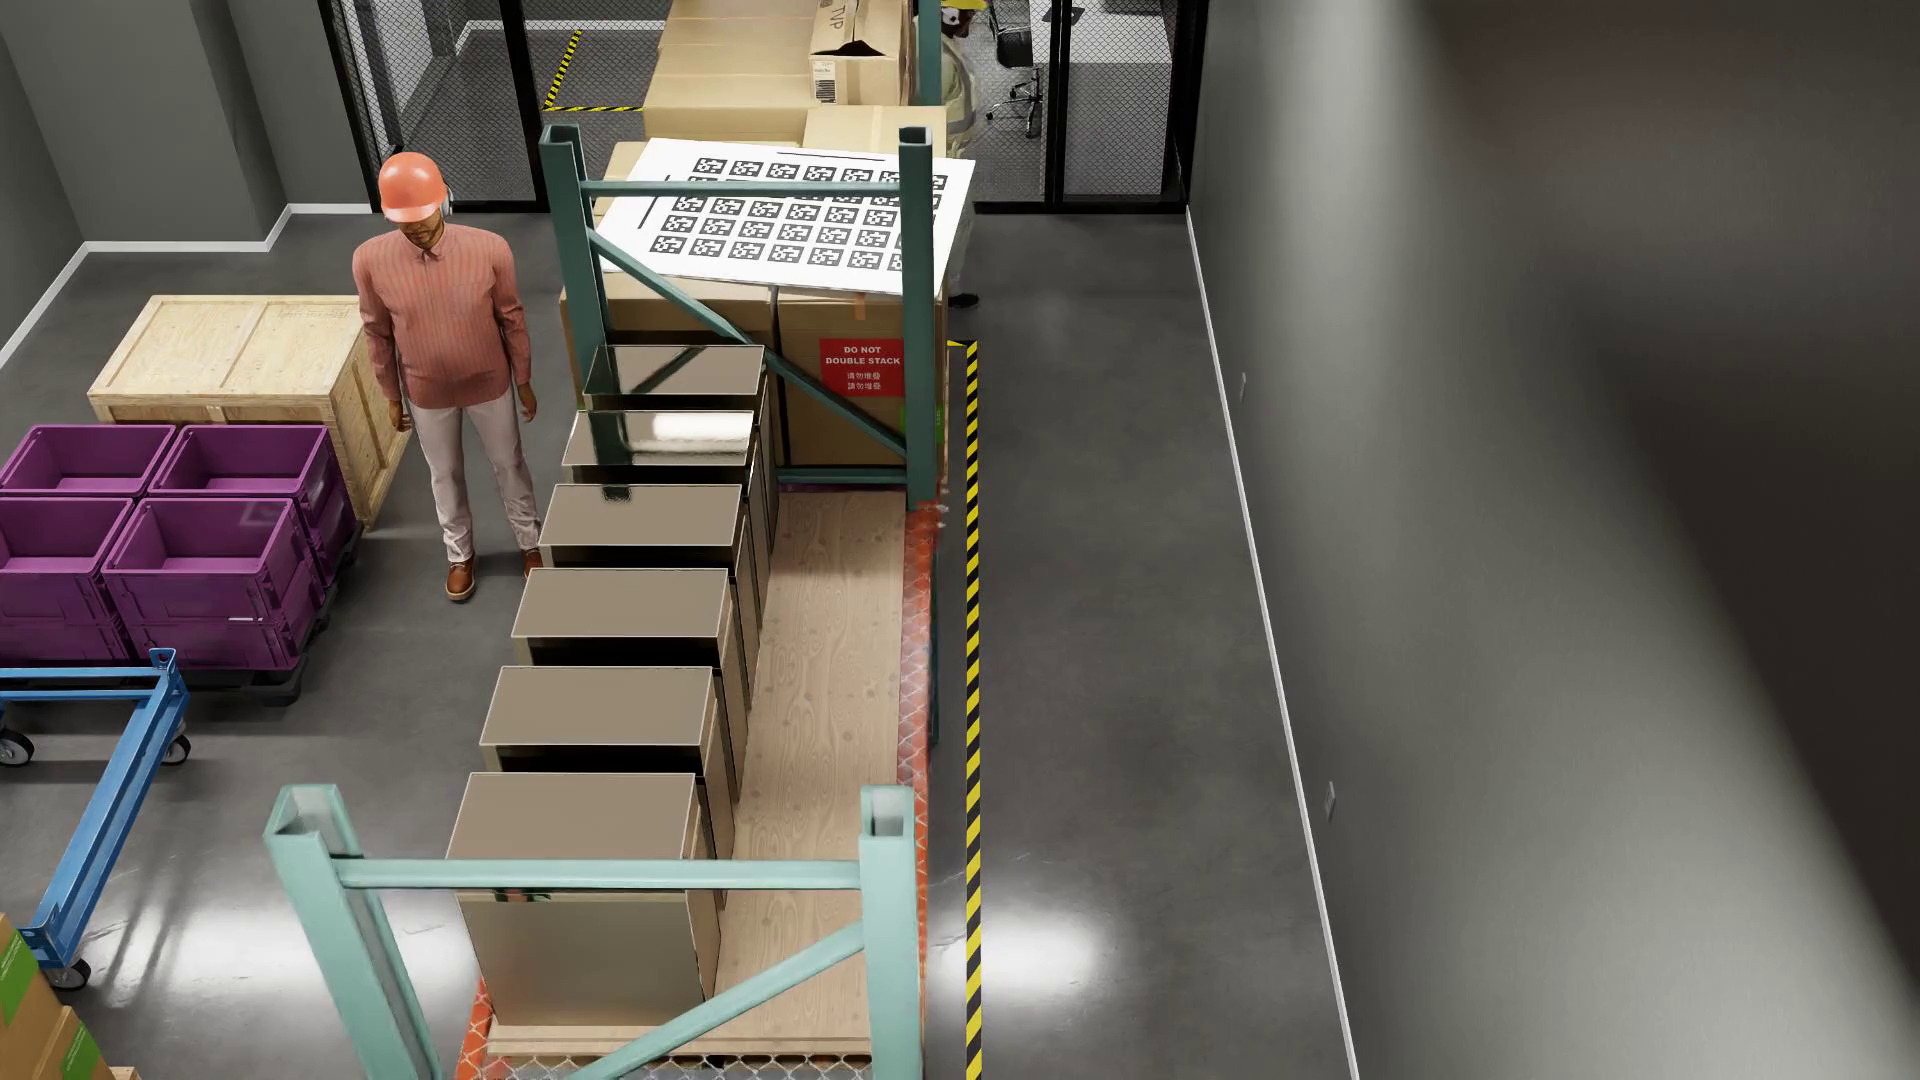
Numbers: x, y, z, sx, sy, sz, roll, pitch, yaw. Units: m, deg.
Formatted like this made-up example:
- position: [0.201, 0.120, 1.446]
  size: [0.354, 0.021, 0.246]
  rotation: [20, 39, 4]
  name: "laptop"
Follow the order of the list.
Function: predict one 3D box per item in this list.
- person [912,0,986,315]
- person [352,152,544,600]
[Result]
- position: [-0.117, -1.954, 8.229]
  size: [0.479, 1.804, 0.603]
  rotation: [-13, 43, -14]
  name: "person"
- position: [-1.977, -0.620, 6.553]
  size: [0.609, 1.995, 0.375]
  rotation: [-10, 42, -11]
  name: "person"
